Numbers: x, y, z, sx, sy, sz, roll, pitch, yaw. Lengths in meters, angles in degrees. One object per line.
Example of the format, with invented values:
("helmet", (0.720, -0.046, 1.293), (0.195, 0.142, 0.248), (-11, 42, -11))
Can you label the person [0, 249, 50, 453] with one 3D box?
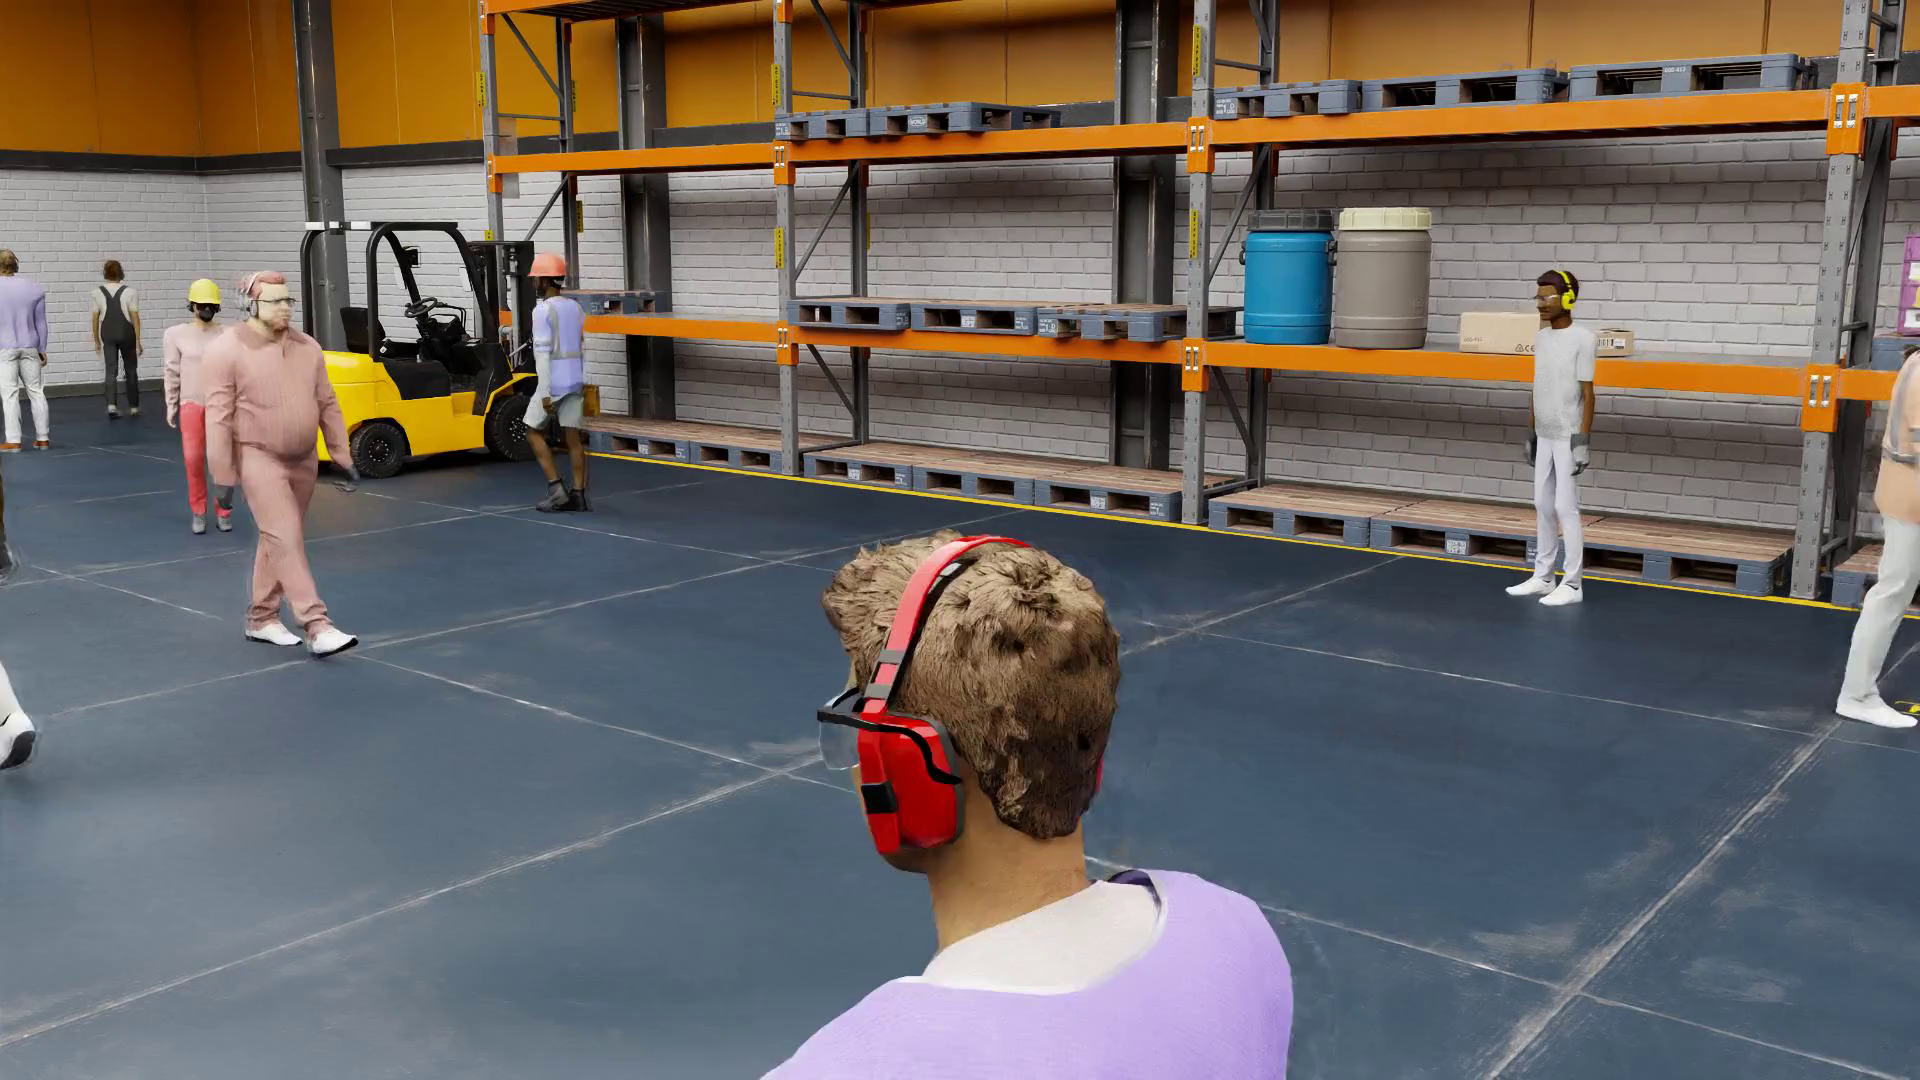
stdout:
("person", (-9.050, -1.804, 15.908), (0.379, 1.940, 0.629), (9, 13, 40))

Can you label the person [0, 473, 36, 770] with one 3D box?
("person", (-3.744, 0.017, 6.052), (0.440, 1.856, 0.522), (4, 11, 23))

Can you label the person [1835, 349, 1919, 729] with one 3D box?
("person", (4.042, -0.131, 6.726), (0.820, 1.897, 0.625), (7, 12, 33))

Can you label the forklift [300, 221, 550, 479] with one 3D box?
("forklift", (-4.922, -1.741, 14.854), (1.214, 2.155, 2.313), (8, 13, 38))

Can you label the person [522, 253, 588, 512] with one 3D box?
("person", (-2.992, -1.156, 12.340), (0.490, 1.923, 0.544), (5, 11, 26))

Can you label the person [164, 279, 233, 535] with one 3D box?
("person", (-5.149, -0.912, 11.447), (0.554, 1.750, 0.489), (-6, 12, -28))

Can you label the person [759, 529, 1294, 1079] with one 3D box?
("person", (-0.034, 0.886, 1.362), (0.946, 1.795, 0.589), (8, 13, 37))

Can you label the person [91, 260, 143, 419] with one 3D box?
("person", (-9.639, -2.295, 19.017), (0.522, 1.808, 0.945), (-3, 11, -16))

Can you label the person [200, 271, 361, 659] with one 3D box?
("person", (-3.221, -0.357, 8.074), (0.950, 1.862, 0.668), (5, 11, 26))

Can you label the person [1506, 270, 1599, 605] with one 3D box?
("person", (3.334, -0.567, 9.286), (0.327, 1.860, 0.538), (-3, 11, -17))
